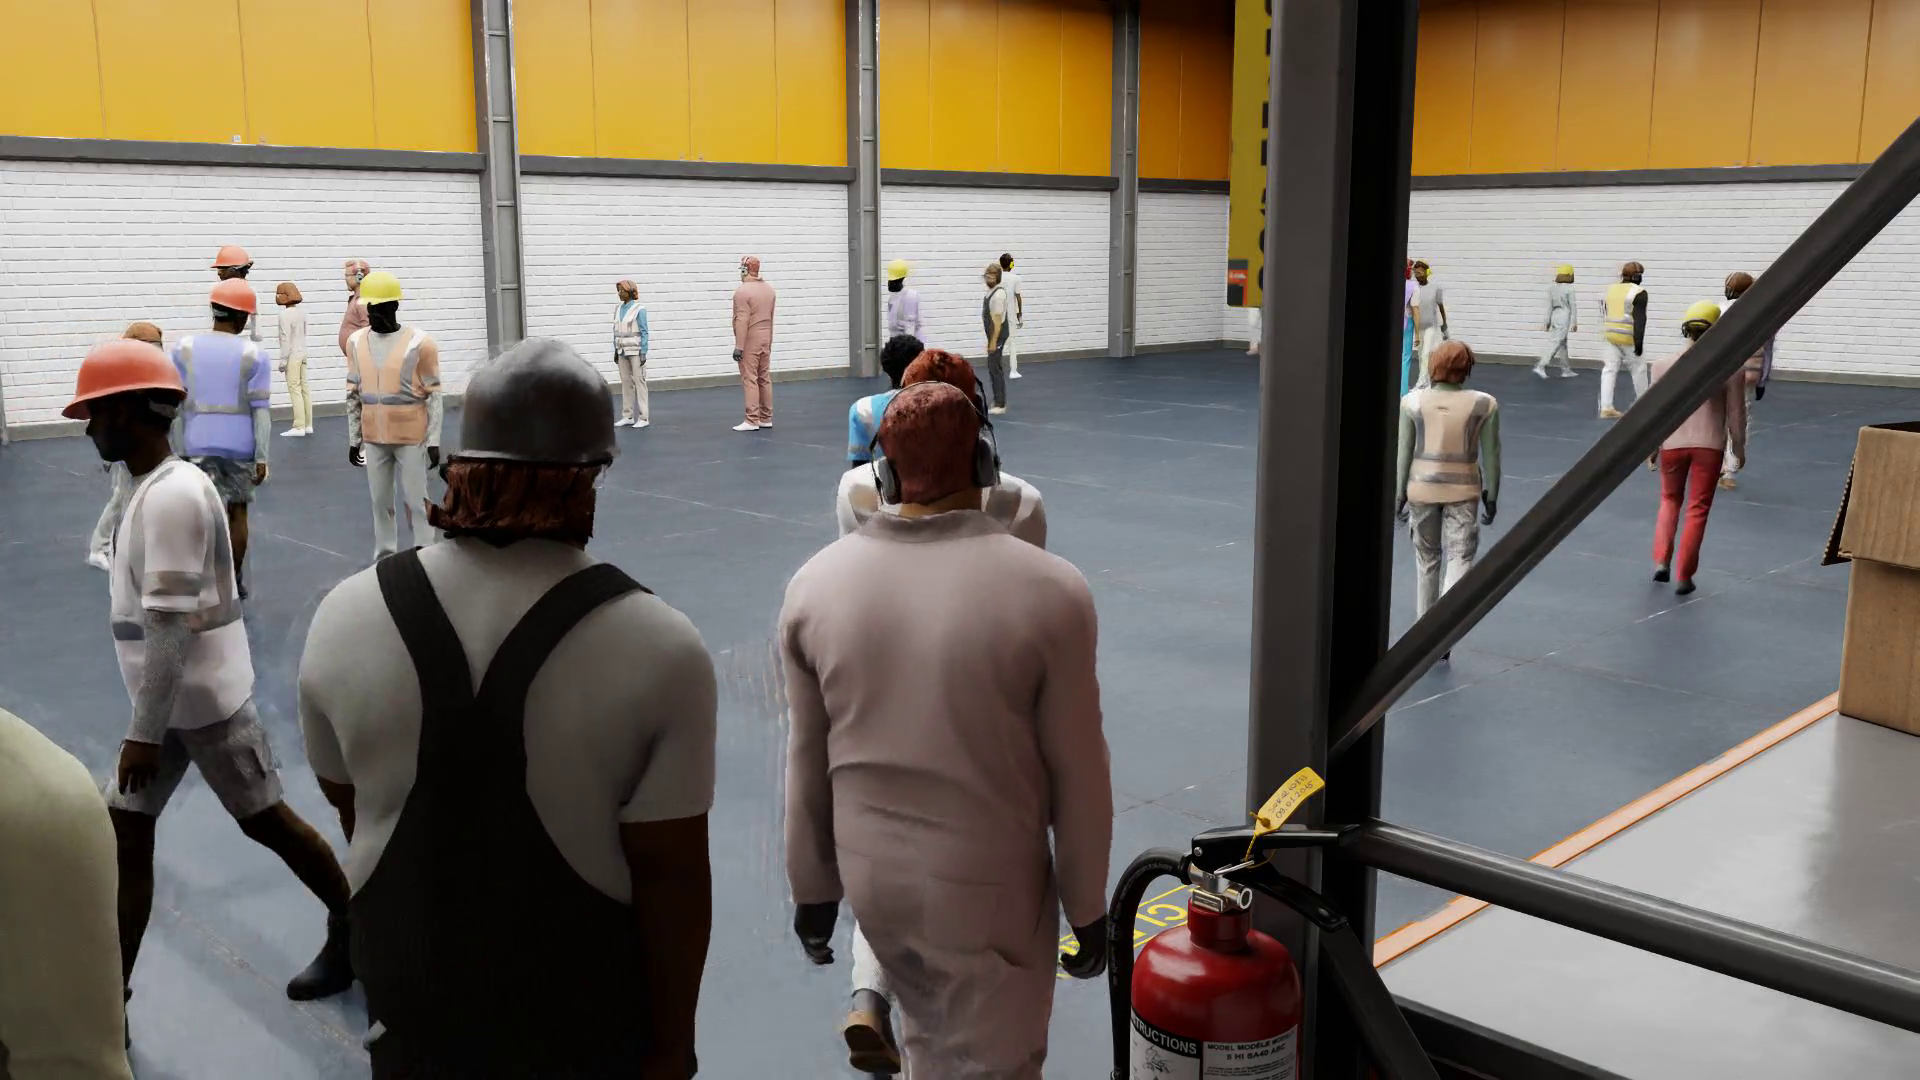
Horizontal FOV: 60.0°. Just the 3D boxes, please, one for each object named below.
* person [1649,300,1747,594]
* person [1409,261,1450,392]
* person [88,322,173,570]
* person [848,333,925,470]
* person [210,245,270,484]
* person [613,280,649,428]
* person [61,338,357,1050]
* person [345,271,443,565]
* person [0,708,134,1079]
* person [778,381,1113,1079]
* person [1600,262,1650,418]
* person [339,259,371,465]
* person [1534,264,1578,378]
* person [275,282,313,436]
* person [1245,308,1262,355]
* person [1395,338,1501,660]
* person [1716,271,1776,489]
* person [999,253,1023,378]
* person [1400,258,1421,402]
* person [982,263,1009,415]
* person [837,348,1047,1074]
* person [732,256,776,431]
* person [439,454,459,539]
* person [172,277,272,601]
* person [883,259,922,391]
[{"bbox_3d":[4.400,-0.552,9.944,0.529,1.752,0.447,8,13,36],"label":"person"},{"bbox_3d":[6.194,-2.809,22.144,0.598,1.799,0.983,5,12,27],"label":"person"},{"bbox_3d":[-5.237,-0.580,10.536,0.806,1.585,0.505,0,10,1],"label":"person"},{"bbox_3d":[-0.279,-0.155,8.018,0.538,1.669,0.773,1,10,5],"label":"person"},{"bbox_3d":[-6.171,-1.493,14.277,0.374,2.043,0.614,-3,11,-15],"label":"person"},{"bbox_3d":[-3.659,-2.061,18.478,0.523,1.638,0.310,8,13,38],"label":"person"},{"bbox_3d":[-2.043,0.404,4.437,0.998,1.875,0.585,-8,13,-36],"label":"person"},{"bbox_3d":[-3.361,-0.620,9.844,0.594,1.922,0.386,2,11,11],"label":"person"},{"bbox_3d":[-1.205,0.799,1.976,0.625,1.971,0.697,4,11,21],"label":"person"},{"bbox_3d":[-0.053,0.643,3.117,0.643,1.865,0.817,6,12,29],"label":"person"},{"bbox_3d":[7.890,-2.327,19.448,0.848,1.811,0.654,-4,11,-22],"label":"person"},{"bbox_3d":[-5.584,-1.660,15.564,0.411,1.908,0.643,-4,11,-22],"label":"person"},{"bbox_3d":[8.973,-3.273,24.914,0.877,1.707,0.497,-4,11,-21],"label":"person"},{"bbox_3d":[-7.121,-1.925,17.753,0.284,1.633,0.500,0,10,2],"label":"person"},{"bbox_3d":[5.365,-4.144,29.445,0.656,1.789,0.600,10,15,44],"label":"person"},{"bbox_3d":[2.459,-0.208,8.450,0.524,1.618,0.703,5,11,23],"label":"person"},{"bbox_3d":[6.495,-1.339,14.020,0.657,1.829,0.451,1,10,4],"label":"person"},{"bbox_3d":[0.684,-3.350,24.880,0.535,1.868,0.309,3,11,16],"label":"person"},{"bbox_3d":[5.528,-2.617,20.952,0.373,1.840,0.571,-9,14,-40],"label":"person"},{"bbox_3d":[0.409,-2.403,19.920,0.317,1.812,0.707,-1,10,-8],"label":"person"},{"bbox_3d":[-0.067,0.435,4.313,0.575,1.858,0.854,2,11,11],"label":"person"},{"bbox_3d":[-2.289,-2.147,18.218,0.406,1.906,0.654,5,12,27],"label":"person"},{"bbox_3d":[-1.032,0.596,3.889,0.665,1.673,0.543,-6,12,-30],"label":"person"},{"bbox_3d":[-4.157,-0.521,9.389,0.565,1.901,0.770,-2,11,-12],"label":"person"},{"bbox_3d":[-0.598,-2.074,17.879,0.582,1.880,0.602,-6,12,-28],"label":"person"}]
